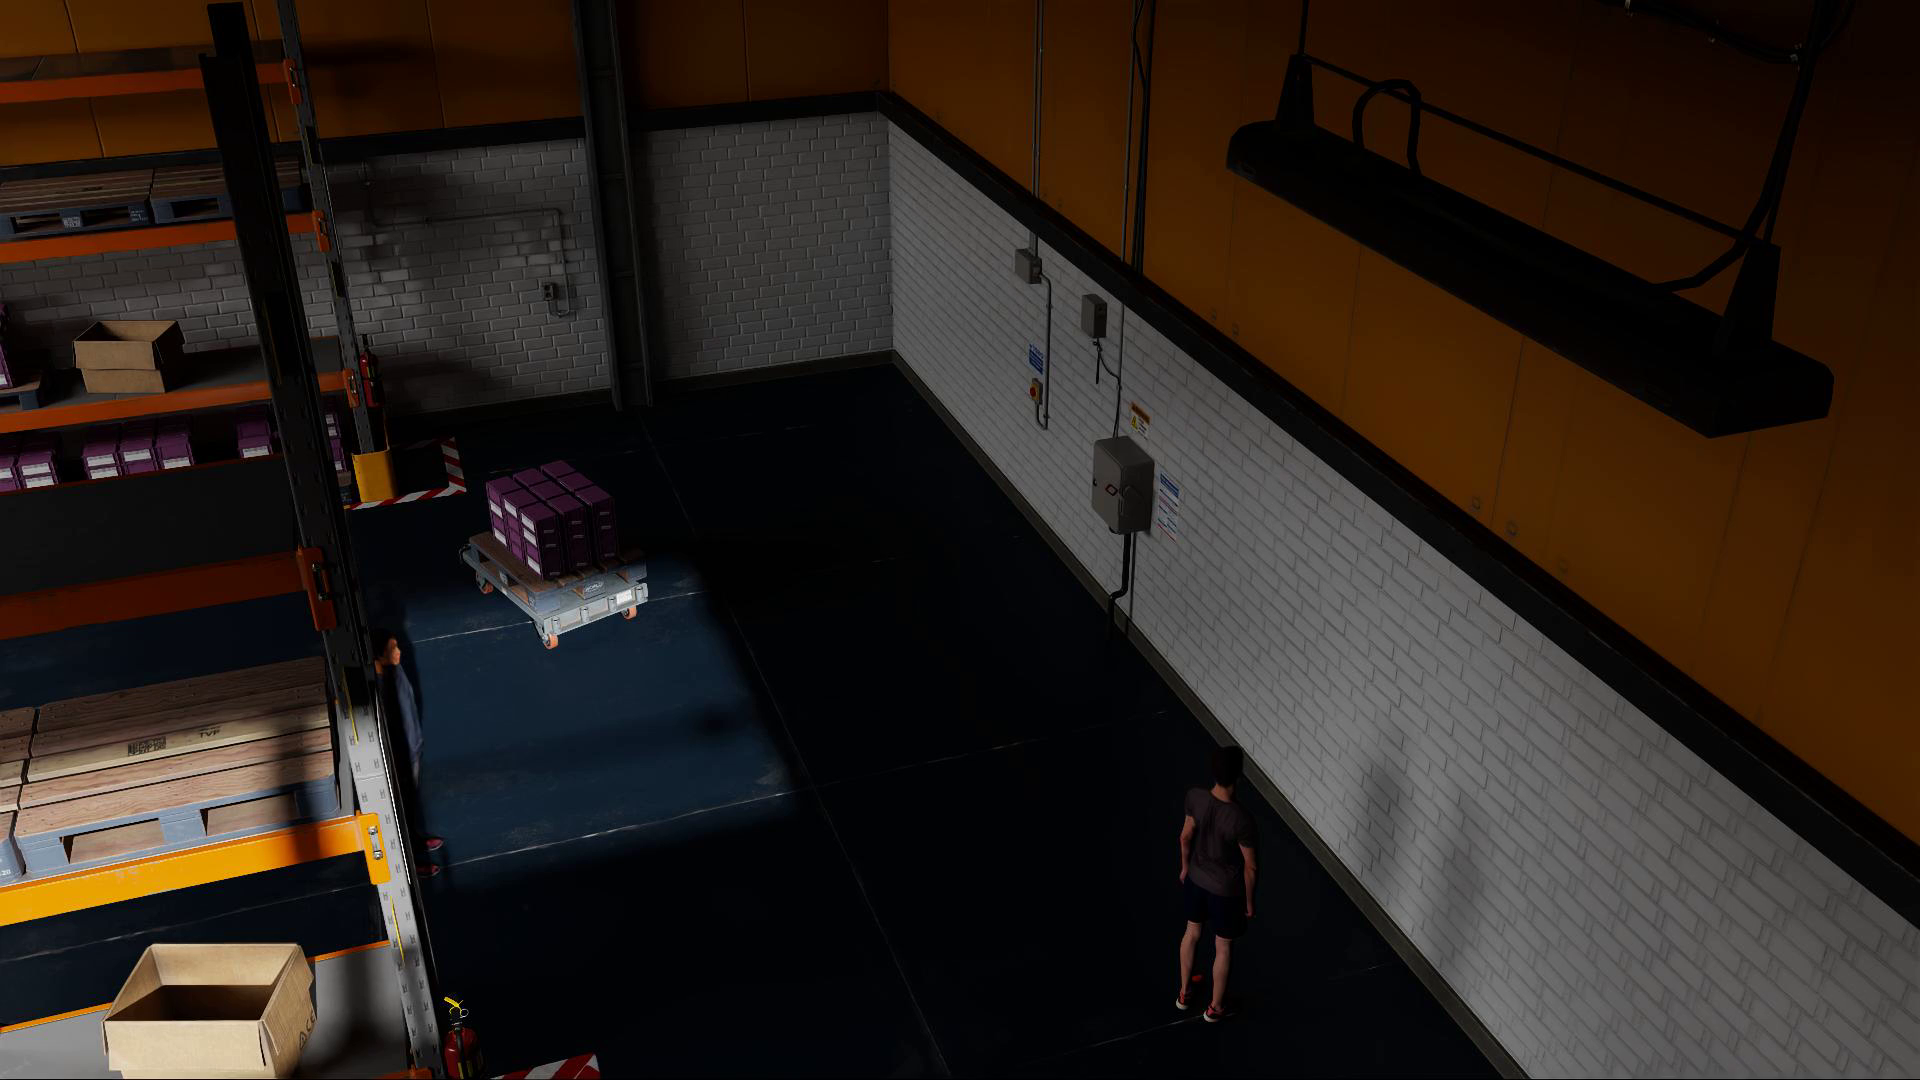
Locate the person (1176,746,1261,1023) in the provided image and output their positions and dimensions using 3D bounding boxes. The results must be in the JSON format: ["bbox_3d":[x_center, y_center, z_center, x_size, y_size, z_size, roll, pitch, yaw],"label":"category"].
[{"bbox_3d":[1.470,1.979,9.572,0.737,1.852,0.723,22,36,35],"label":"person"}]

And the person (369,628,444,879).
[{"bbox_3d":[-3.641,1.351,10.769,0.595,1.808,0.697,-5,29,-8],"label":"person"}]
